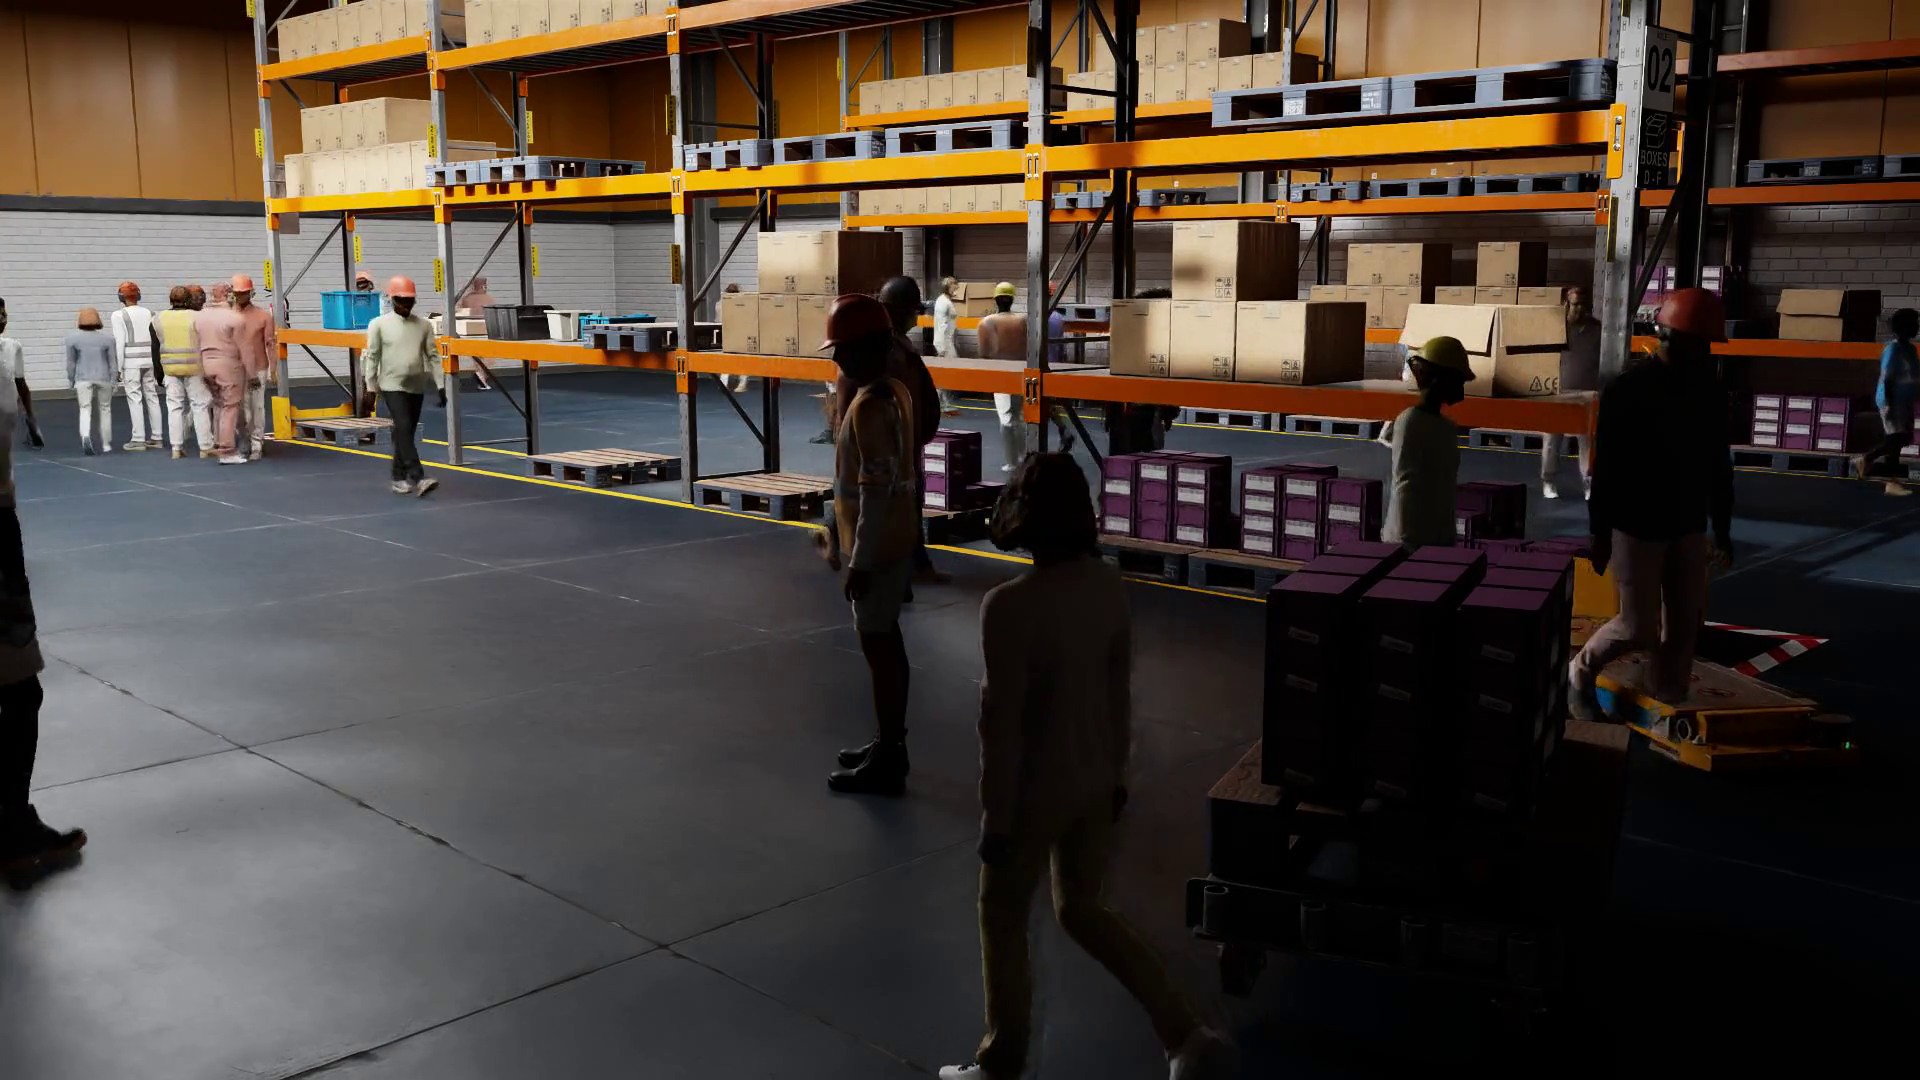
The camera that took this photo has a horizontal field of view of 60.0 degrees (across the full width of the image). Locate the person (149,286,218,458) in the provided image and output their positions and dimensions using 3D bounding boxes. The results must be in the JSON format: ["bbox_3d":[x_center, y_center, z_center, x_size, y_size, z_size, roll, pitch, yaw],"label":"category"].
[{"bbox_3d":[-8.274,-1.788,17.781,0.633,1.842,0.429,-1,9,-7],"label":"person"}]

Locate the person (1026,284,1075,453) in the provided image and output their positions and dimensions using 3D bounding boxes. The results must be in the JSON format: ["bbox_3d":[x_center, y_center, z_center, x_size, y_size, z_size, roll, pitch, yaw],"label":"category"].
[{"bbox_3d":[0.903,-1.795,17.600,0.543,1.923,0.531,-9,13,-44],"label":"person"}]

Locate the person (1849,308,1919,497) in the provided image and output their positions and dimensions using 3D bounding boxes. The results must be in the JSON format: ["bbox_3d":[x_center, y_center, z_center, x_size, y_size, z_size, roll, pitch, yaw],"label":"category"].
[{"bbox_3d":[8.302,-1.230,14.842,0.540,1.677,0.521,-9,13,-43],"label":"person"}]

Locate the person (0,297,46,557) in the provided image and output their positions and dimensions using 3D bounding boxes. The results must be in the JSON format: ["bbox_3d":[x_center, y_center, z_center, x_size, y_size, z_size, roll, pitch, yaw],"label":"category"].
[{"bbox_3d":[-6.658,-0.775,11.544,0.500,1.853,0.508,3,10,17],"label":"person"}]

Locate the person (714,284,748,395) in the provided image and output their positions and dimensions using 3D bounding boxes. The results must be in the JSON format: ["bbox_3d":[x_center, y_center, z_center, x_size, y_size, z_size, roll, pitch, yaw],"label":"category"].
[{"bbox_3d":[-3.692,-3.250,26.971,0.682,1.782,0.956,2,9,11],"label":"person"}]

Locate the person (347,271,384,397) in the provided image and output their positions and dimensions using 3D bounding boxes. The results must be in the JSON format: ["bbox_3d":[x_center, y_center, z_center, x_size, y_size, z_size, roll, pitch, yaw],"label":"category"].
[{"bbox_3d":[-7.631,-2.439,21.320,0.668,1.991,0.699,3,10,18],"label":"person"}]

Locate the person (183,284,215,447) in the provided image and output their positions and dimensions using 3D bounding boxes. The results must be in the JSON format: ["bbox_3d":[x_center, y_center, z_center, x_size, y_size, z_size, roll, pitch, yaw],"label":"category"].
[{"bbox_3d":[-8.647,-1.964,18.799,0.753,1.863,0.584,6,11,32],"label":"person"}]

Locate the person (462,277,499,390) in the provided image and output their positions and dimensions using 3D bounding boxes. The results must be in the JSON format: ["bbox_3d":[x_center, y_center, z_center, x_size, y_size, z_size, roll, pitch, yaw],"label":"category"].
[{"bbox_3d":[-7.968,-3.418,27.641,0.648,1.893,0.539,3,10,19],"label":"person"}]

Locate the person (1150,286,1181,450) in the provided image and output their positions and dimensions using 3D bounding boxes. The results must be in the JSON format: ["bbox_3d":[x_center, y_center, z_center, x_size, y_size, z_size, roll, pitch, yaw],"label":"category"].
[{"bbox_3d":[1.685,-1.188,14.024,0.913,1.862,0.654,5,11,30],"label":"person"}]

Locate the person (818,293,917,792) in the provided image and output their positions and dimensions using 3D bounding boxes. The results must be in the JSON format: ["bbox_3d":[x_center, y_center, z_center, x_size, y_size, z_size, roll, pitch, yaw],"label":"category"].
[{"bbox_3d":[-0.357,0.015,6.468,0.369,1.929,0.542,1,9,6],"label":"person"}]

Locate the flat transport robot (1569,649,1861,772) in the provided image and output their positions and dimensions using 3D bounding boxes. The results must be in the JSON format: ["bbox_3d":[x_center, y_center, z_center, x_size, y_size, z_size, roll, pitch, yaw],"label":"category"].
[{"bbox_3d":[3.174,0.707,7.286,0.652,0.197,1.431,-1,9,-9],"label":"flat transport robot"}]

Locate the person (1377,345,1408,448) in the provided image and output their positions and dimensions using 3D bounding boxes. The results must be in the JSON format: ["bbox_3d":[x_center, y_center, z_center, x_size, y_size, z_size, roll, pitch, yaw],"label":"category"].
[{"bbox_3d":[5.076,-1.791,18.563,0.870,1.594,0.534,8,12,39],"label":"person"}]

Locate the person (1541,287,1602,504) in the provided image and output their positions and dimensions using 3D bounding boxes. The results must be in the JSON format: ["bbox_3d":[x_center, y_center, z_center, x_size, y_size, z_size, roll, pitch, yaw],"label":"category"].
[{"bbox_3d":[5.298,-1.235,14.344,0.654,1.857,0.949,0,9,3],"label":"person"}]

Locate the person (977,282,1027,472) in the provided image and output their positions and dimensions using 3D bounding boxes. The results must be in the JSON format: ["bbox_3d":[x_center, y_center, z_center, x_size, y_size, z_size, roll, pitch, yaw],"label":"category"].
[{"bbox_3d":[0.453,-1.621,16.610,0.584,1.889,0.607,-4,10,-22],"label":"person"}]

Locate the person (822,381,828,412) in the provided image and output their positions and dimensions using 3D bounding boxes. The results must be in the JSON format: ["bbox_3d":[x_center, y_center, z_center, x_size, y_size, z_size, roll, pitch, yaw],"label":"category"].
[{"bbox_3d":[-1.684,-2.712,23.249,0.649,1.912,0.721,-6,11,-34],"label":"person"}]

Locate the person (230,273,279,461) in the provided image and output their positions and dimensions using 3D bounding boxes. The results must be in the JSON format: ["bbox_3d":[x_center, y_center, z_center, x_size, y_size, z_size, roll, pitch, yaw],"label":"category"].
[{"bbox_3d":[-7.519,-1.818,17.536,0.643,1.979,0.433,-3,10,-18],"label":"person"}]

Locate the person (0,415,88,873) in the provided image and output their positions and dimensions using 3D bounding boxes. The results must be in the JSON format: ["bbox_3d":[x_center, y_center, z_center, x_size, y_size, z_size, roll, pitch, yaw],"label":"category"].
[{"bbox_3d":[-3.390,0.155,5.602,0.658,1.934,0.406,2,10,15],"label":"person"}]

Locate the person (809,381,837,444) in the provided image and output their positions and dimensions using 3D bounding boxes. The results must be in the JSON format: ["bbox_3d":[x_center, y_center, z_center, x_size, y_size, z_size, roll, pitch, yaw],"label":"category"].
[{"bbox_3d":[-1.322,-2.023,19.023,0.845,1.910,0.551,3,10,17],"label":"person"}]

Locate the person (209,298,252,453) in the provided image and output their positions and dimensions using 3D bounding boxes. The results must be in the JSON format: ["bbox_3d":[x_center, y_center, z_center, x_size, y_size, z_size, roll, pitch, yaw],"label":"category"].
[{"bbox_3d":[-8.011,-1.837,18.296,0.581,1.786,0.940,-8,12,-42],"label":"person"}]

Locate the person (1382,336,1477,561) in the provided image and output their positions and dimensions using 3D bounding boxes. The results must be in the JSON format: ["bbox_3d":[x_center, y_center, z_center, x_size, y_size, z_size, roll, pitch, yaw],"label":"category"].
[{"bbox_3d":[1.928,0.015,7.038,0.511,1.733,0.601,7,12,37],"label":"person"}]

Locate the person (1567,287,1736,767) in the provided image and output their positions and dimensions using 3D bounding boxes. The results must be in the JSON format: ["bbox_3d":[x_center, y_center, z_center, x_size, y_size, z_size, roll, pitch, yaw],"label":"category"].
[{"bbox_3d":[2.872,-0.071,6.928,0.651,1.960,0.642,-3,10,-17],"label":"person"}]

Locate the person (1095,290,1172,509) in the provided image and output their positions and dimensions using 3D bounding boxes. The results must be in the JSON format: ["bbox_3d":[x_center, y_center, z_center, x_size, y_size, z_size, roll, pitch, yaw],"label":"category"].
[{"bbox_3d":[1.428,-1.069,13.348,0.596,1.866,1.009,-9,13,-42],"label":"person"}]

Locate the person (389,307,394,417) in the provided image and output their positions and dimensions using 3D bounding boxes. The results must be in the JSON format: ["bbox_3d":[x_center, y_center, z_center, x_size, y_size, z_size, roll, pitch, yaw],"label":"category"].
[{"bbox_3d":[-7.478,-2.408,22.321,0.891,1.582,0.530,8,12,39],"label":"person"}]

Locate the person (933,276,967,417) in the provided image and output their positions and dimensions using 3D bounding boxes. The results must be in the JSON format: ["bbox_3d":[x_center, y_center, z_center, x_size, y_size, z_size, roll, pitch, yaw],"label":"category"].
[{"bbox_3d":[-0.171,-2.605,22.535,0.439,1.924,0.700,1,9,6],"label":"person"}]

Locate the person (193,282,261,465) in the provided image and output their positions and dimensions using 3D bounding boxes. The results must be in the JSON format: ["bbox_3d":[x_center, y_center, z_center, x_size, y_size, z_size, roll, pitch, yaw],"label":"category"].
[{"bbox_3d":[-7.553,-1.734,17.301,0.667,1.887,0.635,4,10,25],"label":"person"}]

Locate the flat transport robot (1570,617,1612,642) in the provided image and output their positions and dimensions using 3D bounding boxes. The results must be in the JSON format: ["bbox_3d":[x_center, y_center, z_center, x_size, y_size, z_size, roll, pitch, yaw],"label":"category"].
[{"bbox_3d":[2.735,0.550,8.252,1.431,0.197,0.652,-2,9,-9],"label":"flat transport robot"}]

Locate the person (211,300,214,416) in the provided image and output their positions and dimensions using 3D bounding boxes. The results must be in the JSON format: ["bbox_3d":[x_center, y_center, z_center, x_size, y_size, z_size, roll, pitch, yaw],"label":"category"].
[{"bbox_3d":[-10.077,-2.536,22.686,0.530,1.736,0.801,-2,9,-11],"label":"person"}]

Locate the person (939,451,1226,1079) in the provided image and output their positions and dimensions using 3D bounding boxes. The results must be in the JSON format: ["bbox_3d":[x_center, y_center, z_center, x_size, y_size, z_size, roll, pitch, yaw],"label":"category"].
[{"bbox_3d":[0.280,0.600,3.889,0.663,1.608,0.514,8,12,41],"label":"person"}]

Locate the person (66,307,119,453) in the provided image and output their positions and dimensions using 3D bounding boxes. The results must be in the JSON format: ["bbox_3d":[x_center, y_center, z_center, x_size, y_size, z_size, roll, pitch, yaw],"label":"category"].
[{"bbox_3d":[-9.472,-1.737,18.175,0.509,1.618,0.639,-4,10,-23],"label":"person"}]

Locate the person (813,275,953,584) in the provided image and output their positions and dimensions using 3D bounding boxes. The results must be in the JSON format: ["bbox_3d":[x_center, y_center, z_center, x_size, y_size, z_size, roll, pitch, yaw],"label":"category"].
[{"bbox_3d":[-0.516,-0.739,10.746,0.903,2.000,0.686,1,9,8],"label":"person"}]

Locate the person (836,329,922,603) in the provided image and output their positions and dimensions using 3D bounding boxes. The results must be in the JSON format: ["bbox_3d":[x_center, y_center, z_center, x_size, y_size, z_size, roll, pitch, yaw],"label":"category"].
[{"bbox_3d":[-0.496,-0.490,10.056,0.533,1.767,0.327,-2,10,-15],"label":"person"}]

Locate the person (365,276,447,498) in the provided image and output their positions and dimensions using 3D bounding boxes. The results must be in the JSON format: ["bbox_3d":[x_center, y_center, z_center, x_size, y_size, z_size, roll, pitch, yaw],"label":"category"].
[{"bbox_3d":[-4.858,-1.346,14.739,0.994,1.943,0.651,9,13,42],"label":"person"}]

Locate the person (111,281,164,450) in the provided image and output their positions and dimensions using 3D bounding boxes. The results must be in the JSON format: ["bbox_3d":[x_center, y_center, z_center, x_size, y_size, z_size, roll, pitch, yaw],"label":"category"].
[{"bbox_3d":[-9.210,-1.944,18.614,0.337,1.881,0.585,4,10,24],"label":"person"}]
